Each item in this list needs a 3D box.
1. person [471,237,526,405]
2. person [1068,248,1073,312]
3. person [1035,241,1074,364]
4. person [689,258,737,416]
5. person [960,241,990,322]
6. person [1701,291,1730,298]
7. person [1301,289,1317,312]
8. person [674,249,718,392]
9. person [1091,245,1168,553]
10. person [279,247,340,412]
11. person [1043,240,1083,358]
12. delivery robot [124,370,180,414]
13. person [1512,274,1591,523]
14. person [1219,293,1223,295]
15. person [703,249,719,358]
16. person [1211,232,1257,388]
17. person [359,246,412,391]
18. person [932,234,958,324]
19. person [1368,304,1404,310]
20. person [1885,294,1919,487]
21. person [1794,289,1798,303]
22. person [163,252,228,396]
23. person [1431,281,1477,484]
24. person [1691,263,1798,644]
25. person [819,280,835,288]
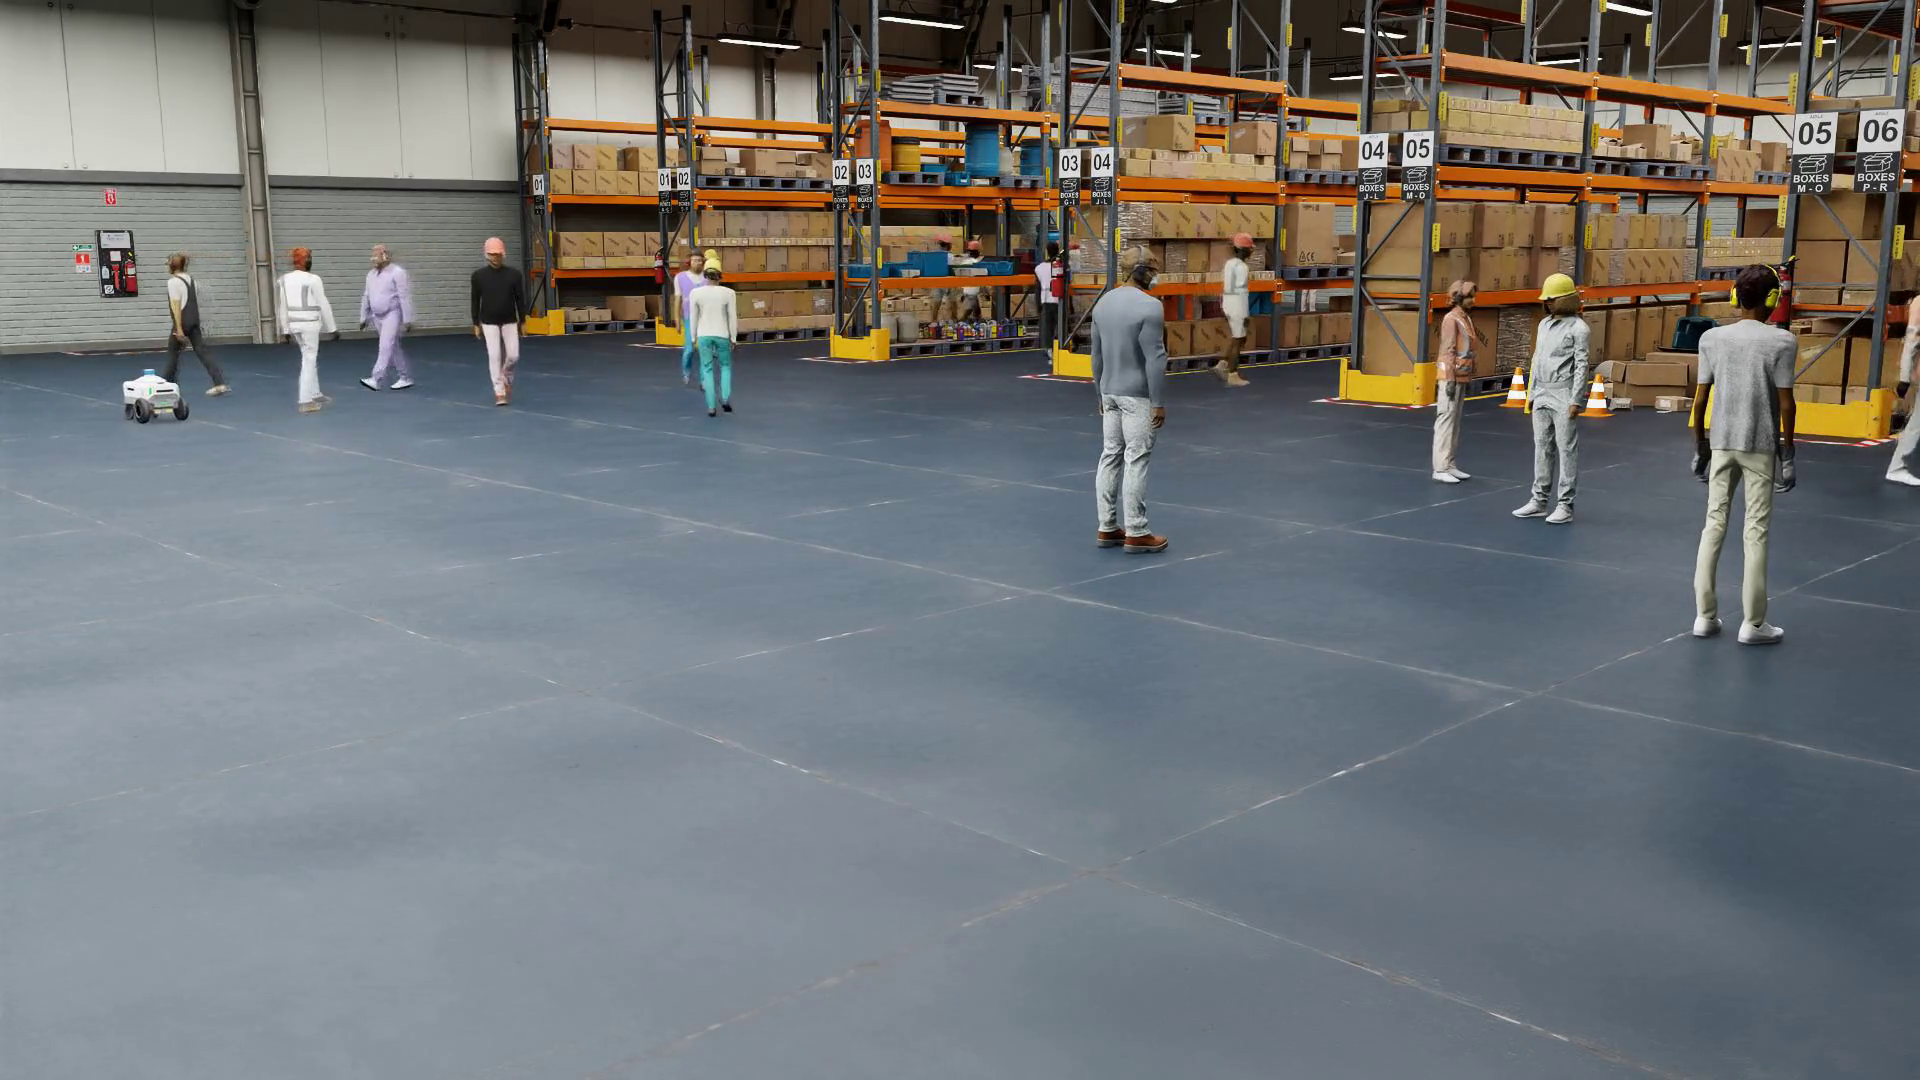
[{"bbox_3d":[-5.482,-2.597,19.755,0.641,1.974,0.448,-4,11,-21],"label":"person"},{"bbox_3d":[1.729,-4.223,28.746,0.548,1.934,0.375,8,13,39],"label":"person"},{"bbox_3d":[1.472,-3.683,25.880,0.641,1.906,0.577,6,12,29],"label":"person"},{"bbox_3d":[-2.757,-2.268,18.601,0.526,1.753,0.451,-1,10,-8],"label":"person"},{"bbox_3d":[0.309,-4.634,31.113,0.994,1.881,0.554,-4,11,-23],"label":"person"},{"bbox_3d":[13.809,-4.494,30.314,0.980,1.893,0.641,-10,14,-44],"label":"person"},{"bbox_3d":[8.529,-6.390,40.398,0.390,1.991,0.626,-7,13,-35],"label":"person"},{"bbox_3d":[-3.405,-2.852,21.557,0.580,1.830,0.475,-4,11,-21],"label":"person"},{"bbox_3d":[1.087,-0.902,10.633,0.352,1.933,0.634,-7,12,-33],"label":"person"},{"bbox_3d":[-7.445,-2.437,19.219,0.590,1.862,0.755,5,11,24],"label":"person"},{"bbox_3d":[1.695,-3.945,27.270,0.675,1.920,0.565,-4,11,-21],"label":"person"},{"bbox_3d":[-8.843,-1.621,18.182,0.707,0.478,0.477,9,14,41],"label":"delivery robot"},{"bbox_3d":[4.167,-0.993,11.679,0.312,1.736,0.483,-4,11,-23],"label":"person"},{"bbox_3d":[6.418,-6.300,40.191,0.653,1.884,0.993,9,14,42],"label":"person"},{"bbox_3d":[-4.091,-3.882,27.345,0.316,1.769,0.524,-7,12,-32],"label":"person"},{"bbox_3d":[3.675,-3.031,21.972,0.443,2.029,0.637,-2,11,-11],"label":"person"},{"bbox_3d":[-7.491,-2.853,21.472,0.679,1.855,0.975,6,12,31],"label":"person"},{"bbox_3d":[-0.238,-5.203,33.877,0.944,2.000,0.623,-10,14,-43],"label":"person"},{"bbox_3d":[6.166,-3.225,24.124,0.532,1.625,0.461,5,12,27],"label":"person"},{"bbox_3d":[7.757,-1.323,13.078,0.612,1.881,0.897,-6,12,-30],"label":"person"},{"bbox_3d":[16.146,-4.786,32.226,1.006,1.781,0.622,-5,11,-23],"label":"person"},{"bbox_3d":[-9.659,-2.683,20.755,1.003,1.801,0.524,2,11,13],"label":"person"},{"bbox_3d":[4.039,-1.290,13.587,0.311,1.630,0.547,6,12,28],"label":"person"},{"bbox_3d":[3.888,-0.428,8.248,0.327,1.865,0.521,-9,14,-41],"label":"person"},{"bbox_3d":[-2.737,-5.329,35.022,0.417,1.852,0.526,-9,13,-39],"label":"person"}]
